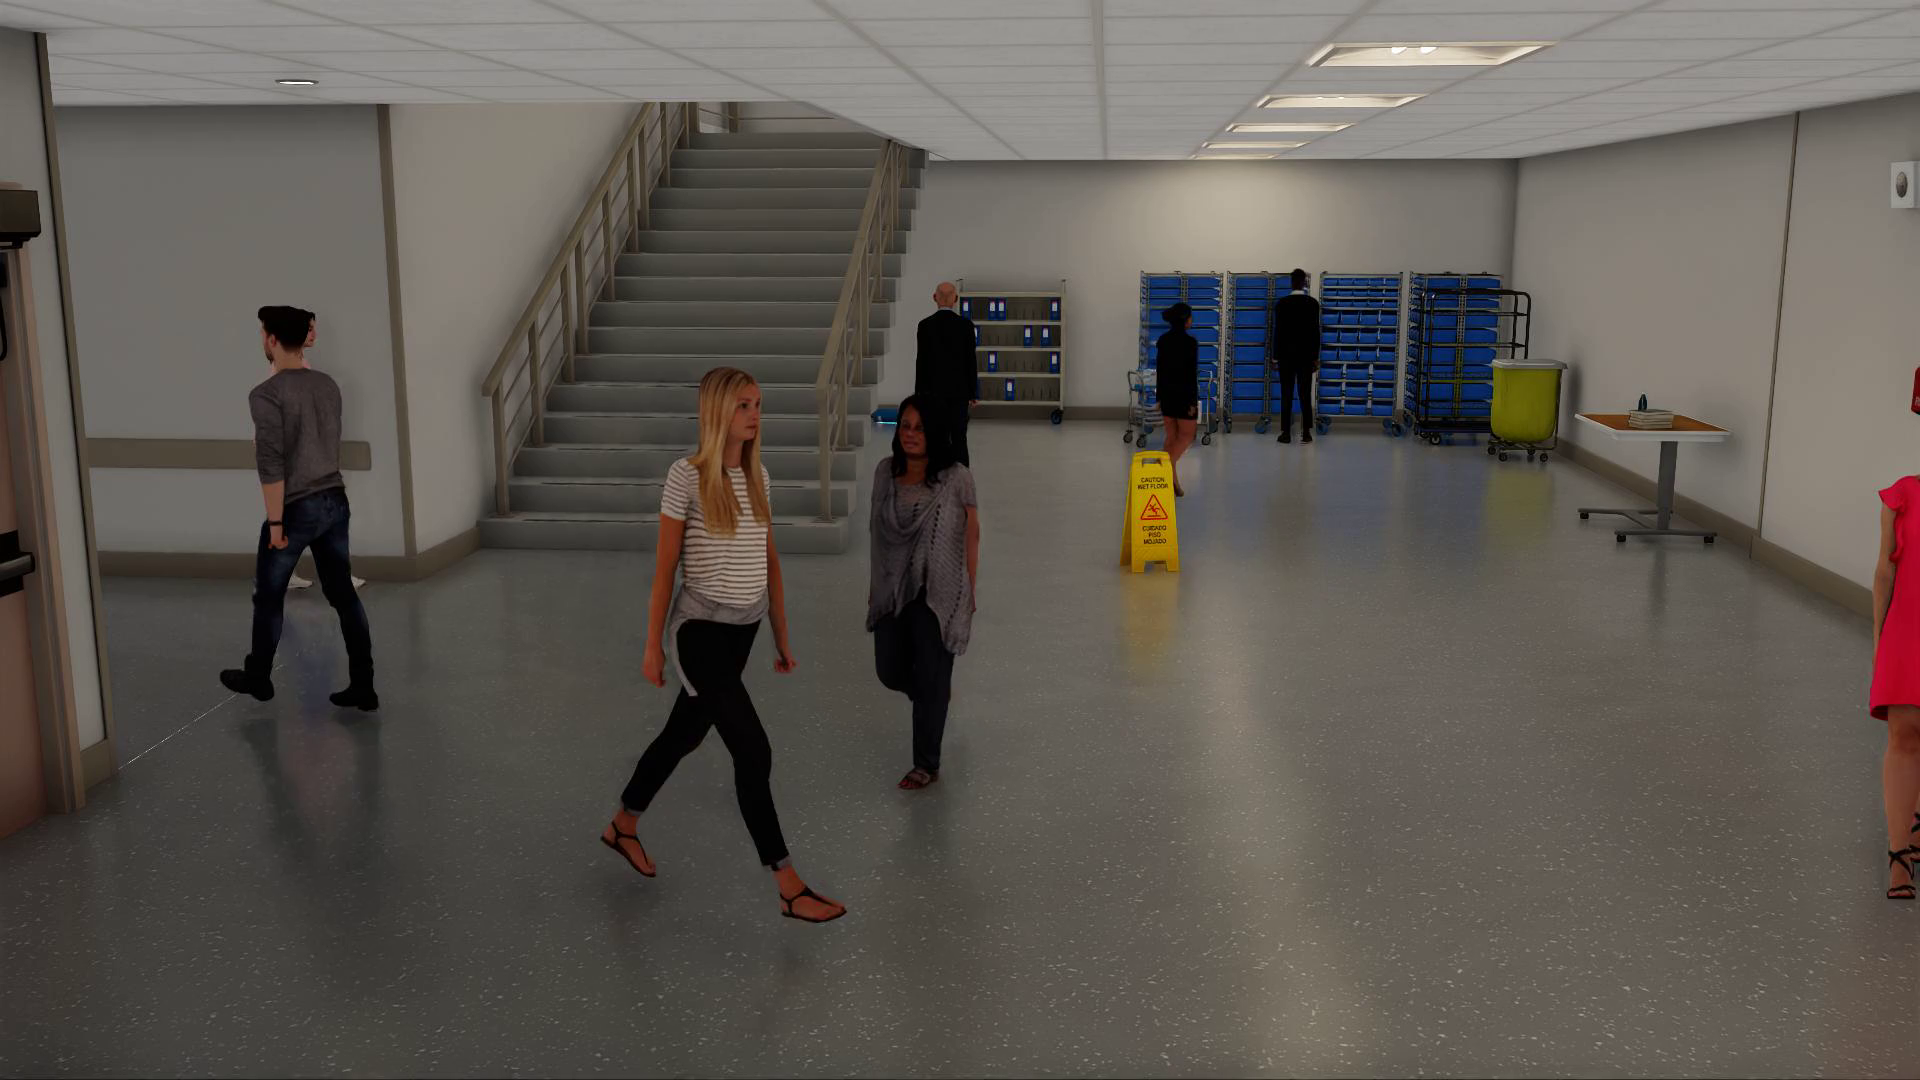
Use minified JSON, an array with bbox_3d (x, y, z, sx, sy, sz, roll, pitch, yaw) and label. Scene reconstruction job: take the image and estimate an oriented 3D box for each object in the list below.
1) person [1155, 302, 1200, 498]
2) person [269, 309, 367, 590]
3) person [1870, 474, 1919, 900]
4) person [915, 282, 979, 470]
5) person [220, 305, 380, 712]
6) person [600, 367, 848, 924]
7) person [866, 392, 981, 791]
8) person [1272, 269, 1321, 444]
[{"bbox_3d":[1.740,-1.107,13.592,0.835,1.623,0.924,10,14,42],"label":"person"},{"bbox_3d":[-4.168,-0.528,10.217,0.753,1.743,0.830,0,11,2],"label":"person"},{"bbox_3d":[3.360,0.359,5.698,0.870,1.685,1.111,6,12,29],"label":"person"},{"bbox_3d":[-0.117,-1.229,13.758,0.746,1.800,0.672,-2,11,-9],"label":"person"},{"bbox_3d":[-2.925,-0.102,7.639,1.022,1.867,1.128,6,12,29],"label":"person"},{"bbox_3d":[-0.899,0.357,5.485,1.067,1.767,1.292,7,13,31],"label":"person"},{"bbox_3d":[-0.133,0.185,6.861,0.823,1.594,0.973,5,12,26],"label":"person"},{"bbox_3d":[3.523,-1.928,17.390,0.657,1.819,0.658,0,11,1],"label":"person"}]
